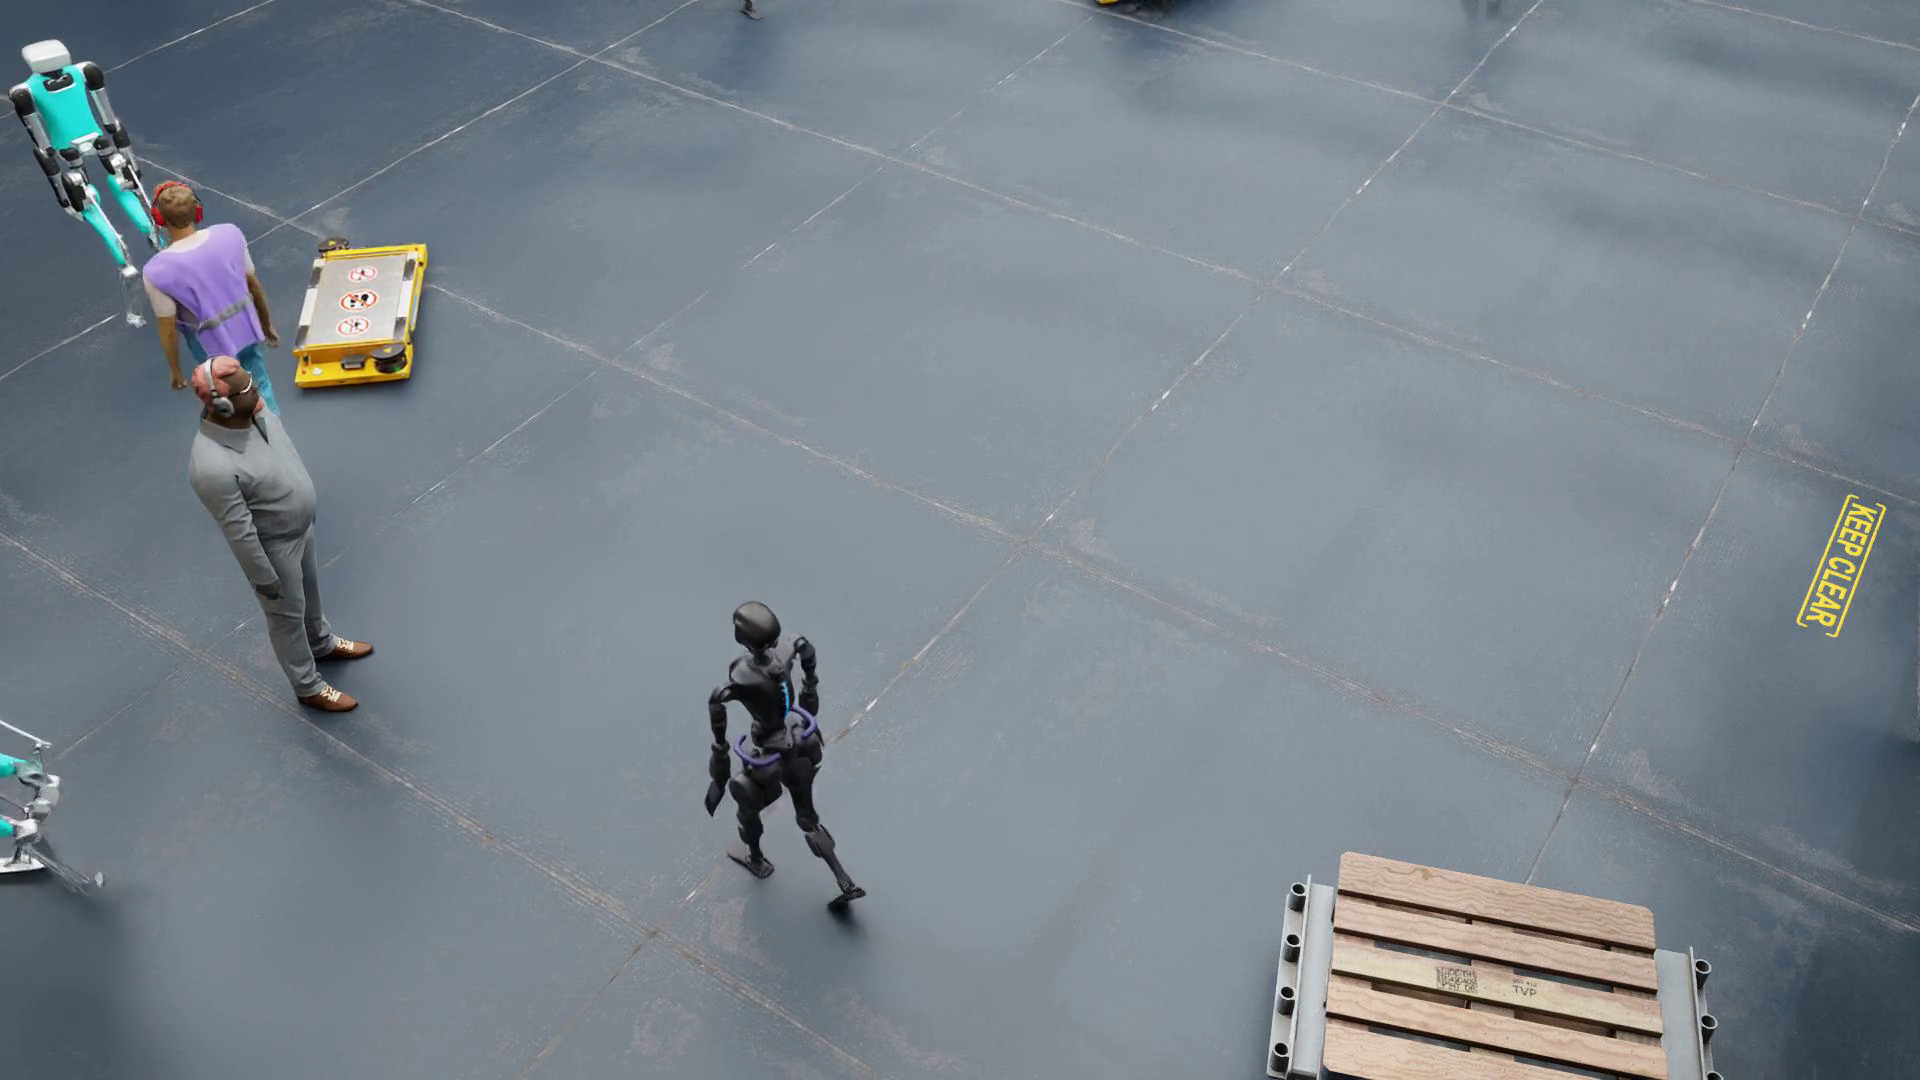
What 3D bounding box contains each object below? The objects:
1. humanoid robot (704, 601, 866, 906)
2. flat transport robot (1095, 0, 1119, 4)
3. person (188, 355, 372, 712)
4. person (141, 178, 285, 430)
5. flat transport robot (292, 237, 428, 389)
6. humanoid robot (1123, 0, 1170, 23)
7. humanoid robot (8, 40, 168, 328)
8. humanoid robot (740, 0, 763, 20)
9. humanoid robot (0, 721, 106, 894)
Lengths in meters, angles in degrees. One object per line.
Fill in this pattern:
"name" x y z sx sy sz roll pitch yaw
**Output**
"humanoid robot" -0.721 0.905 6.735 0.725 1.632 0.587 32 51 31
"flat transport robot" 1.585 -4.972 14.344 1.431 0.231 0.659 -25 47 -25
"person" -3.099 -0.027 7.578 0.414 1.913 0.642 -2 42 -2
"person" -3.844 -1.004 8.746 0.479 1.818 0.616 23 46 23
"flat transport robot" -3.736 -1.453 10.405 0.659 0.231 1.431 -6 42 -7
"humanoid robot" 1.548 -4.998 13.318 0.612 1.656 0.308 29 50 29
"humanoid robot" -5.099 -2.082 9.984 0.674 1.761 0.531 32 51 31
"humanoid robot" -1.769 -5.059 13.385 0.590 1.639 0.487 -30 50 -29
"humanoid robot" -3.993 0.906 6.748 0.799 1.888 0.571 -5 42 -6
